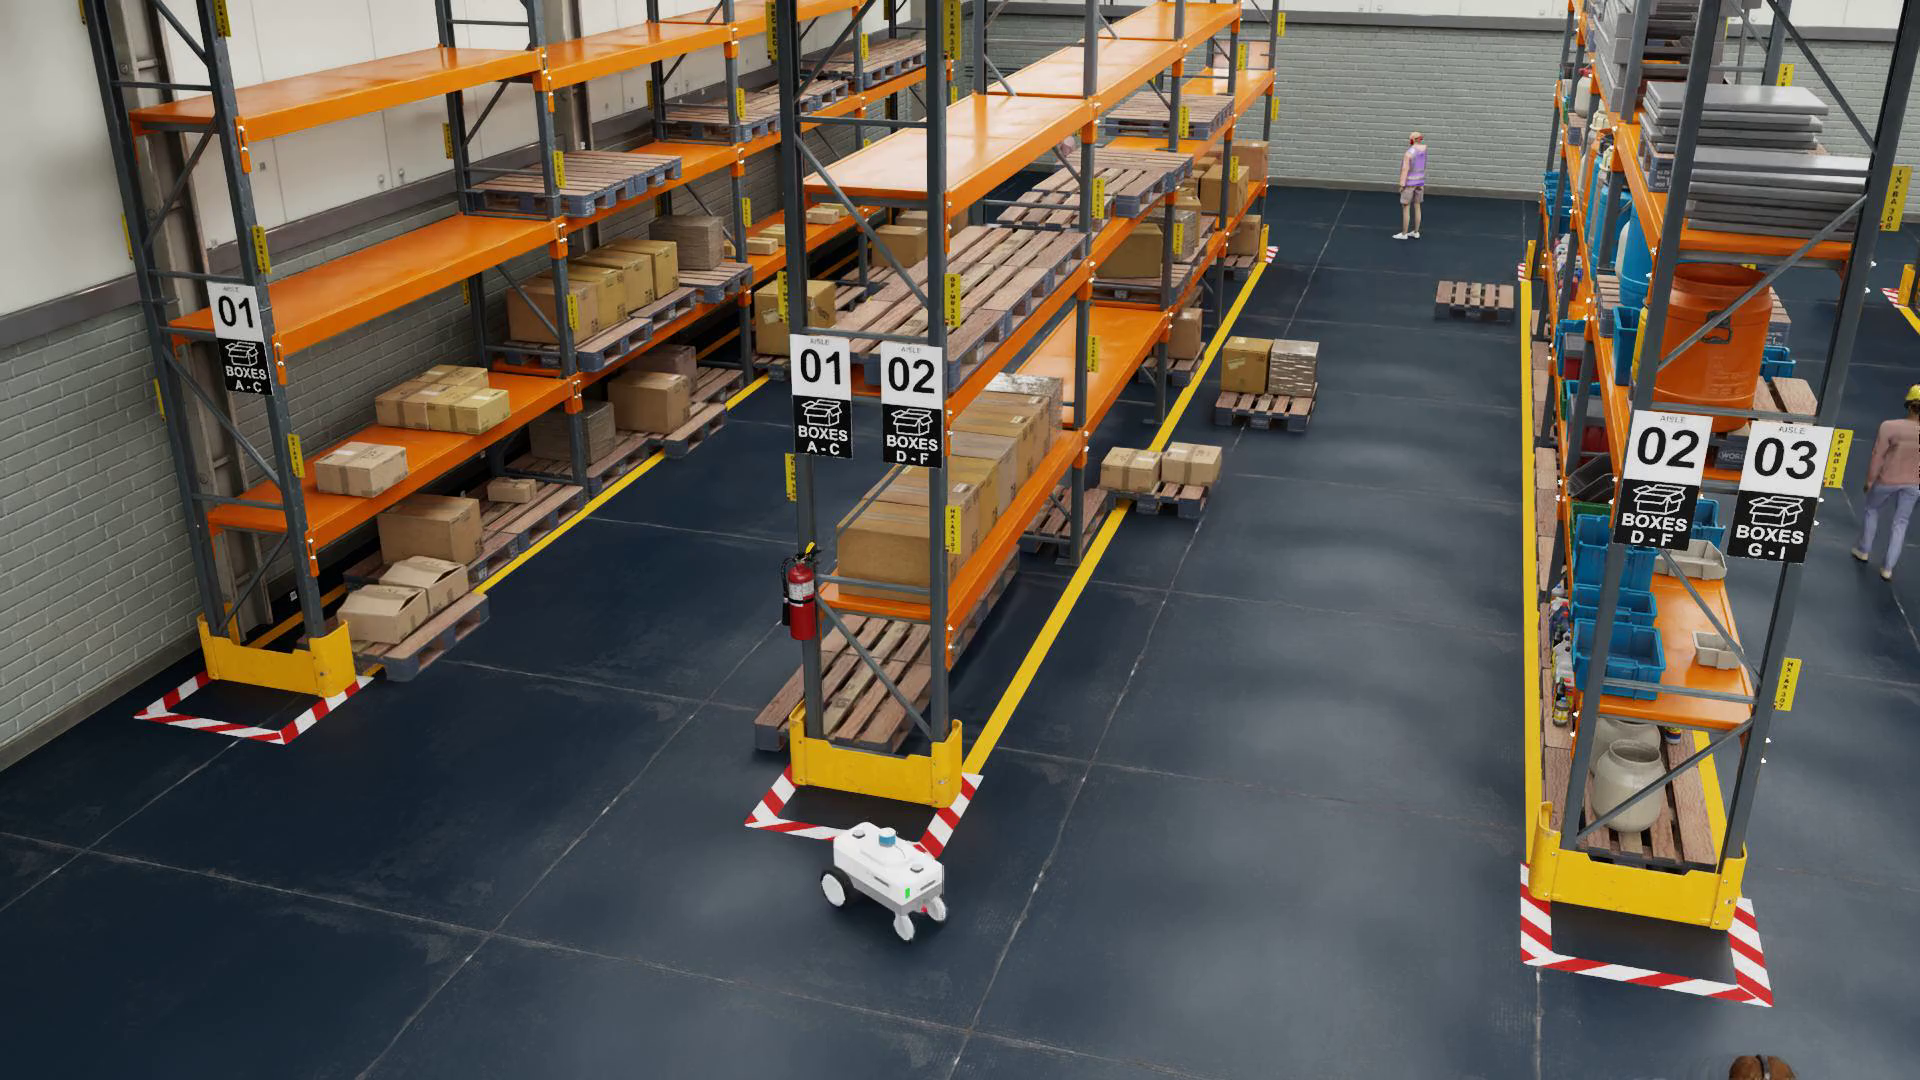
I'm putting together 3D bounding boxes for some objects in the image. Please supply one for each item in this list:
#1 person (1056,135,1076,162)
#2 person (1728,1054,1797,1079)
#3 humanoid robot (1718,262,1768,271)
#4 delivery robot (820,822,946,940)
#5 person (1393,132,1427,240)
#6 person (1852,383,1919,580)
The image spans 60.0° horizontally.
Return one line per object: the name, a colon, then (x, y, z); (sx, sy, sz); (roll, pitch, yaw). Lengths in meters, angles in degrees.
person: (1.711, -5.910, 26.941); (0.330, 1.800, 0.537); (5, 24, 12)
person: (2.949, 2.808, 6.711); (0.834, 1.813, 0.617); (7, 24, 16)
humanoid robot: (11.575, -4.730, 24.400); (0.601, 1.626, 0.754); (-19, 30, -37)
delivery robot: (-0.452, 2.030, 10.126); (0.814, 0.611, 0.499); (21, 31, 40)
person: (7.179, -5.621, 26.418); (0.489, 1.688, 0.352); (-14, 27, -29)
person: (8.215, -0.548, 14.587); (0.549, 1.738, 0.709); (7, 24, 15)
